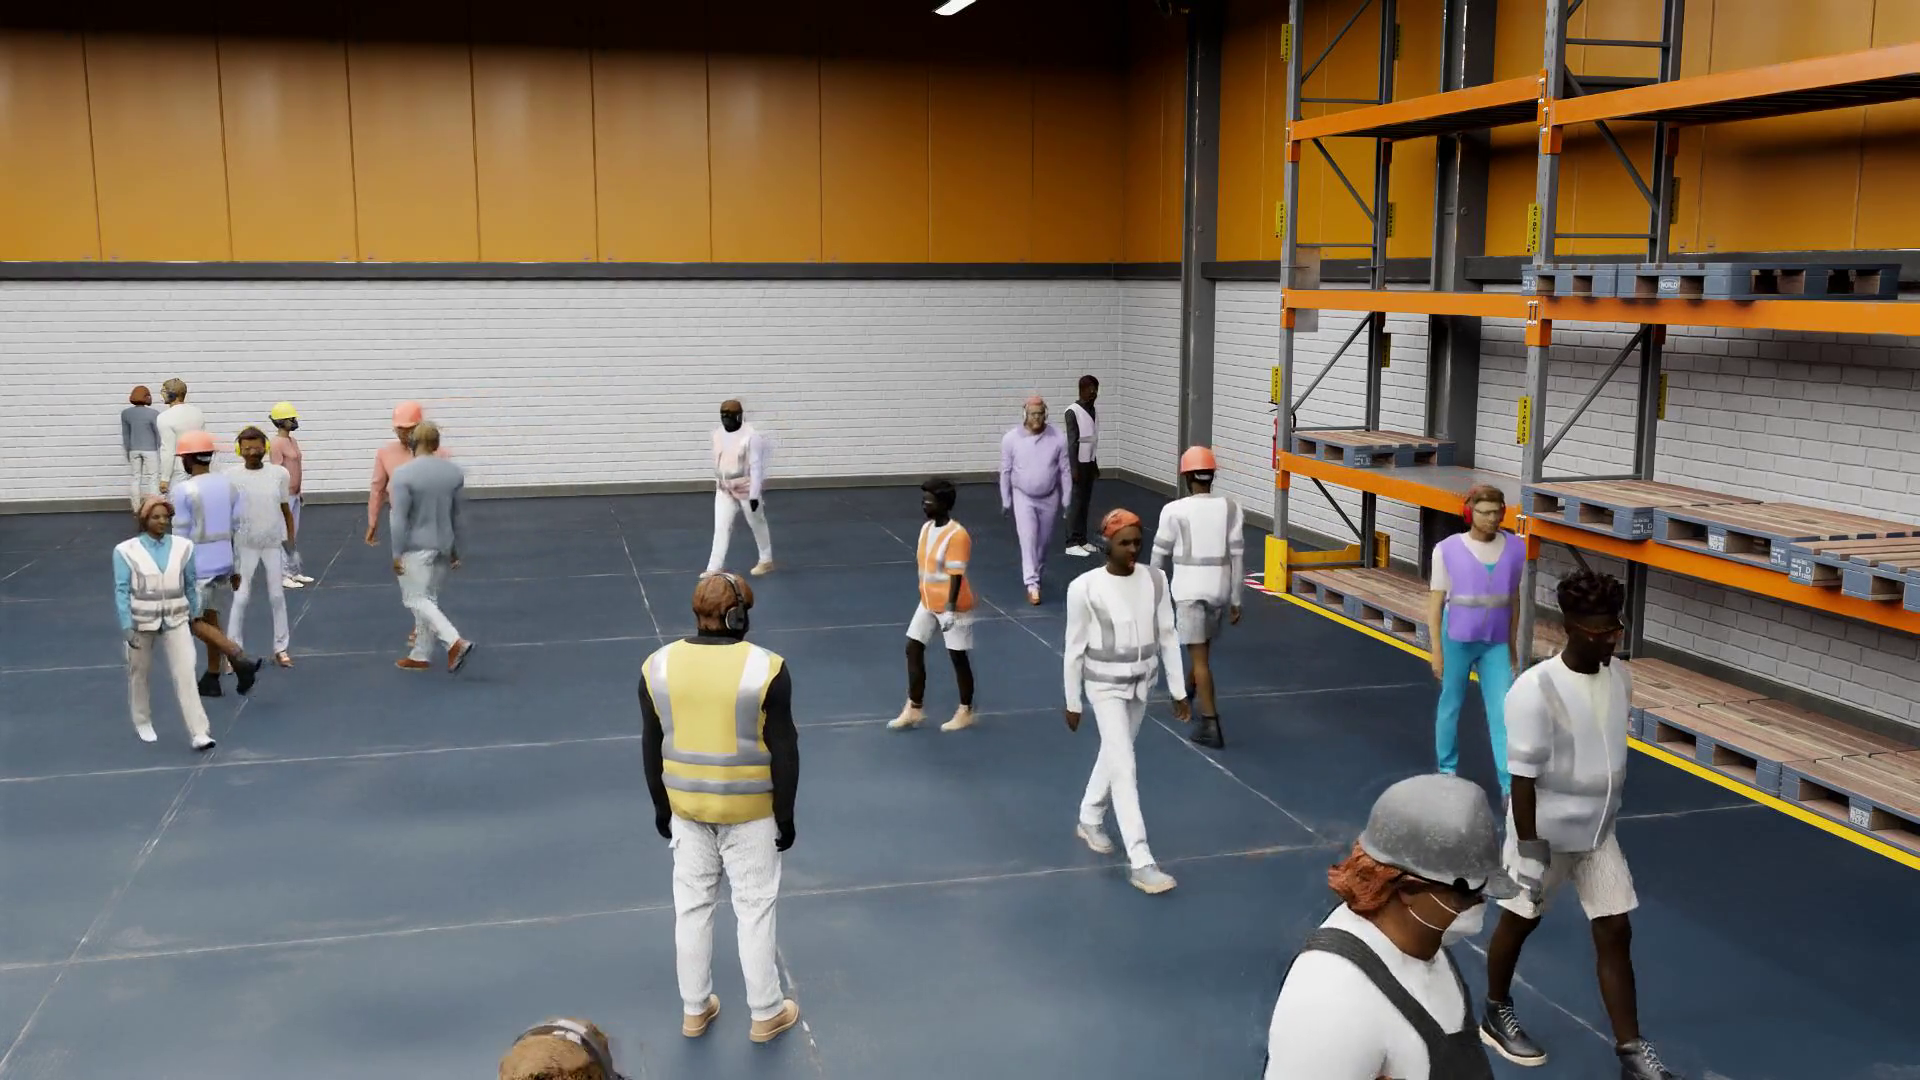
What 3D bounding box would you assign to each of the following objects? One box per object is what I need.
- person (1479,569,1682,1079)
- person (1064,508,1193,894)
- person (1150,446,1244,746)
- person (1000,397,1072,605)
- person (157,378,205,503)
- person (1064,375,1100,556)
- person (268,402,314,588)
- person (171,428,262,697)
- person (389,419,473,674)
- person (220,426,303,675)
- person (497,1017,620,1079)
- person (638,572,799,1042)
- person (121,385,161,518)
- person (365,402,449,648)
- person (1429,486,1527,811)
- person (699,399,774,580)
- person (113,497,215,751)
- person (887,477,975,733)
[{"bbox_3d":[2.259,1.068,5.988,0.618,1.922,0.974,-4,10,-26],"label":"person"},{"bbox_3d":[0.808,0.753,8.276,0.577,1.837,0.989,-5,11,-31],"label":"person"},{"bbox_3d":[1.530,0.333,10.773,0.568,1.872,1.021,-2,9,-11],"label":"person"},{"bbox_3d":[0.697,-0.395,15.326,0.650,1.868,0.944,-1,9,-8],"label":"person"},{"bbox_3d":[-7.856,-0.665,16.786,0.365,1.939,0.636,2,9,10],"label":"person"},{"bbox_3d":[1.297,-0.797,17.698,0.390,1.913,0.588,5,10,28],"label":"person"},{"bbox_3d":[-6.406,-0.433,15.869,0.299,1.772,0.525,-1,9,-4],"label":"person"},{"bbox_3d":[-5.186,0.183,11.568,0.655,1.915,0.544,3,10,19],"label":"person"},{"bbox_3d":[-3.904,0.066,12.330,0.698,1.914,0.648,5,10,28],"label":"person"},{"bbox_3d":[-5.280,0.071,12.507,0.611,1.848,0.408,-5,10,-28],"label":"person"},{"bbox_3d":[-0.570,1.661,2.627,0.603,1.833,0.378,3,10,20],"label":"person"},{"bbox_3d":[-0.916,1.039,6.478,0.624,1.838,0.430,2,9,14],"label":"person"},{"bbox_3d":[-9.944,-1.067,20.276,0.510,1.629,0.281,1,9,6],"label":"person"},{"bbox_3d":[-4.420,-0.109,13.273,0.643,1.957,0.916,2,9,10],"label":"person"},{"bbox_3d":[2.908,0.605,9.250,0.597,1.799,0.928,-1,9,-8],"label":"person"},{"bbox_3d":[-2.152,-0.481,16.143,0.637,1.778,1.027,5,10,28],"label":"person"},{"bbox_3d":[-5.003,0.528,10.402,0.508,1.594,0.875,-8,12,-41],"label":"person"},{"bbox_3d":[-0.181,0.439,10.712,0.674,1.673,0.545,-6,11,-35],"label":"person"}]
